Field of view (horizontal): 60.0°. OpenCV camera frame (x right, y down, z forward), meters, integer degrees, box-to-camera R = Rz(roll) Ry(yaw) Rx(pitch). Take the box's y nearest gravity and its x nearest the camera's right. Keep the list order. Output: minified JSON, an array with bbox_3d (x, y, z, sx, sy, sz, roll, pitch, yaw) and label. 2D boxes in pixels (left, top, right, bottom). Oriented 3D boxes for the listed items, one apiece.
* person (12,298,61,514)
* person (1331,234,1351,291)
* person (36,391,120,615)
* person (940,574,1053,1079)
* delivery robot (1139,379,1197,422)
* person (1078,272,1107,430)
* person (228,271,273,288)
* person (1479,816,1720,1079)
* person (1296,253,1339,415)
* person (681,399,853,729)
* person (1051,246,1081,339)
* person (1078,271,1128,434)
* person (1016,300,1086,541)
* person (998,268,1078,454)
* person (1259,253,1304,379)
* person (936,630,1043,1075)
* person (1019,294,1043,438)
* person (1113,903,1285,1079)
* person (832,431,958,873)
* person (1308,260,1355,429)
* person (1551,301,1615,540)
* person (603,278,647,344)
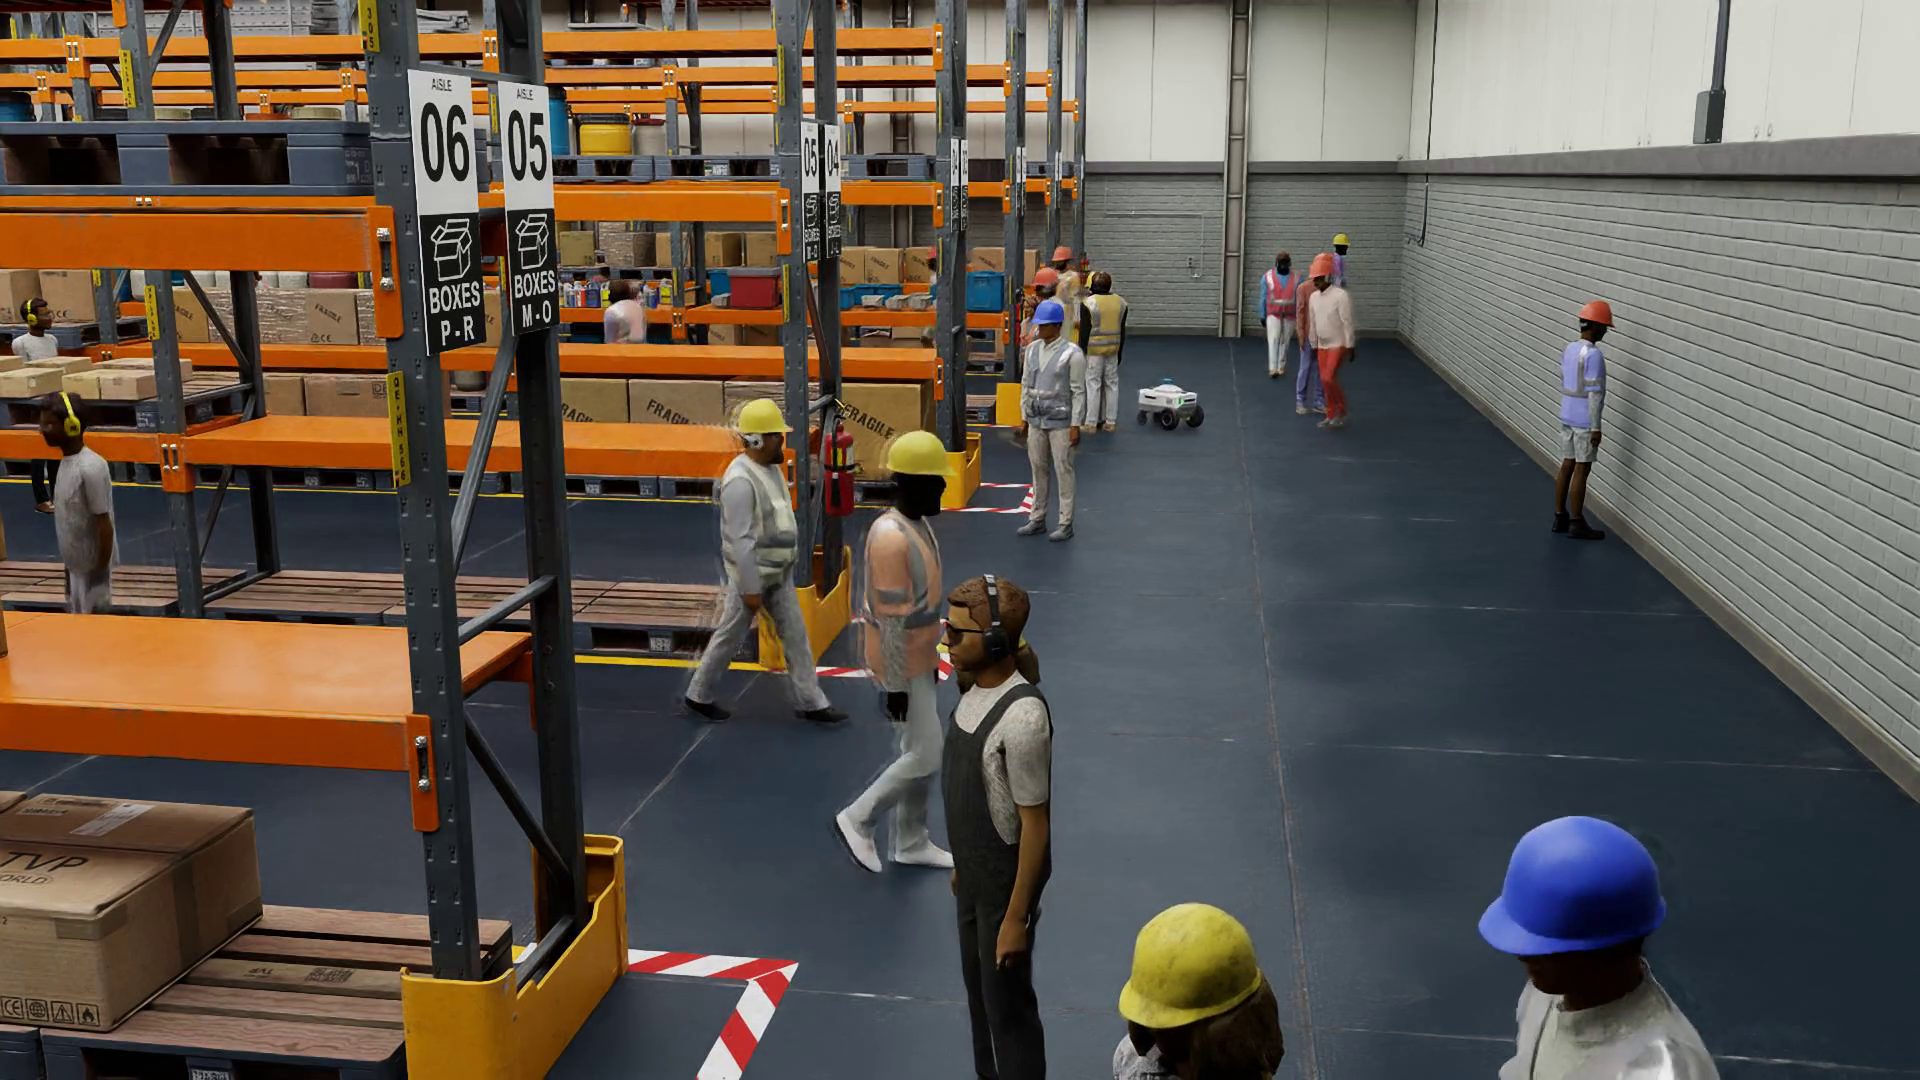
[{"bbox_3d":[-7.981,-1.170,14.533,0.326,1.877,0.520,2,13,8],"label":"person"},{"bbox_3d":[6.324,-4.149,27.860,0.368,1.926,0.594,1,13,3],"label":"person"},{"bbox_3d":[-4.488,0.166,8.534,0.330,1.871,0.533,-11,17,-41],"label":"person"},{"bbox_3d":[0.087,0.997,4.817,0.333,1.845,0.513,-4,13,-17],"label":"person"},{"bbox_3d":[2.427,-1.637,19.430,0.477,0.478,0.707,-10,16,-38],"label":"delivery robot"},{"bbox_3d":[1.599,-2.182,19.230,0.403,1.821,0.603,9,15,34],"label":"person"},{"bbox_3d":[-8.011,-2.210,18.847,0.674,2.000,0.537,-3,13,-15],"label":"person"},{"bbox_3d":[1.215,1.375,2.977,0.729,1.905,0.646,1,13,3],"label":"person"},{"bbox_3d":[4.398,-2.516,20.375,0.620,1.978,0.405,-3,13,-15],"label":"person"},{"bbox_3d":[-1.082,0.136,8.832,0.941,1.790,0.604,3,13,15],"label":"person"},{"bbox_3d":[1.463,-3.161,23.407,0.462,1.918,0.554,-8,15,-32],"label":"person"},{"bbox_3d":[1.594,-2.134,18.956,0.626,1.847,0.429,-7,14,-30],"label":"person"},{"bbox_3d":[0.731,-0.967,13.453,0.614,1.945,0.388,10,16,39],"label":"person"},{"bbox_3d":[0.844,-1.875,17.536,0.908,1.946,0.631,2,13,10],"label":"person"},{"bbox_3d":[4.666,-3.237,24.063,0.632,1.795,0.950,1,13,2],"label":"person"},{"bbox_3d":[0.091,1.014,4.993,0.322,1.735,0.489,0,12,-2],"label":"person"},{"bbox_3d":[0.835,-1.886,18.325,0.313,1.631,0.526,-8,15,-33],"label":"person"},{"bbox_3d":[0.399,1.458,2.976,0.303,1.741,0.484,-10,16,-37],"label":"person"},{"bbox_3d":[-0.229,0.490,6.952,0.452,1.913,0.596,2,13,8],"label":"person"},{"bbox_3d":[4.244,-2.241,19.169,0.561,1.959,0.638,-7,14,-28],"label":"person"},{"bbox_3d":[5.075,-0.971,13.509,0.366,1.931,0.542,-1,13,-7],"label":"person"},{"bbox_3d":[-3.581,-1.932,18.097,0.640,1.821,0.628,5,13,21],"label":"person"}]
